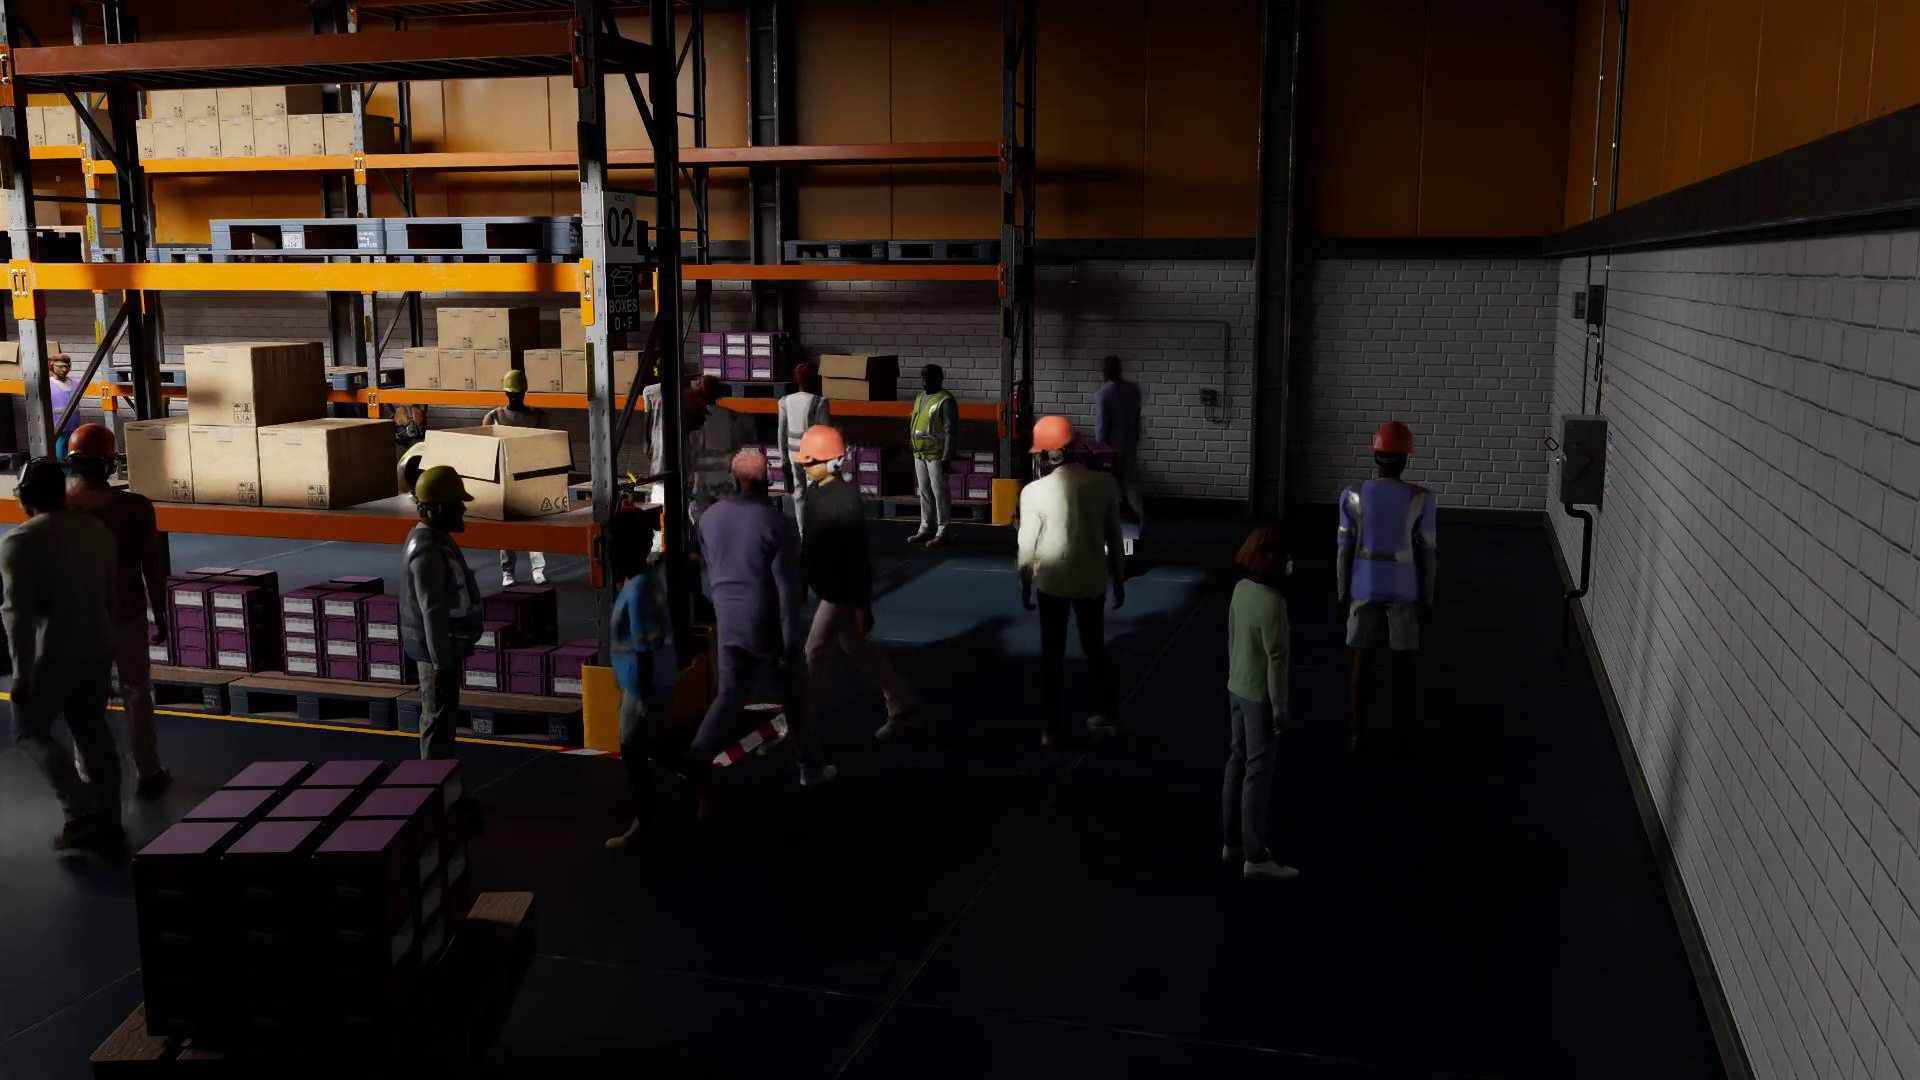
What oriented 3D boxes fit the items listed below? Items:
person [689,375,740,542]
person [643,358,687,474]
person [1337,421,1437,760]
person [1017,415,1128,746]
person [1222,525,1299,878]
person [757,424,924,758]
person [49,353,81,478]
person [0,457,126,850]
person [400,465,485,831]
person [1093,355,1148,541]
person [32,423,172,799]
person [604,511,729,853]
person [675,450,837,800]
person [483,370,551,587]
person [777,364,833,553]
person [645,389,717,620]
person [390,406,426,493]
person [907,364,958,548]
[{"bbox_3d":[-2.291,-0.573,15.073,0.592,1.839,0.920,-6,11,-32],"label":"person"},{"bbox_3d":[-3.184,-1.063,18.023,0.503,1.861,0.329,-4,10,-21],"label":"person"},{"bbox_3d":[2.439,0.287,9.541,0.551,1.934,0.373,3,10,19],"label":"person"},{"bbox_3d":[0.684,0.239,9.785,0.738,1.955,0.491,-2,10,-14],"label":"person"},{"bbox_3d":[1.392,0.738,7.717,0.286,1.632,0.500,-2,10,-12],"label":"person"},{"bbox_3d":[-0.667,0.275,9.651,1.024,1.938,0.694,-4,10,-26],"label":"person"},{"bbox_3d":[-10.213,-1.201,18.912,0.388,1.838,0.563,3,10,16],"label":"person"},{"bbox_3d":[-4.270,0.564,7.927,0.452,1.915,0.698,3,10,16],"label":"person"},{"bbox_3d":[-2.588,0.535,8.347,0.404,1.829,0.600,-3,10,-18],"label":"person"},{"bbox_3d":[1.655,-0.911,16.975,0.686,1.915,0.752,-7,12,-38],"label":"person"},{"bbox_3d":[-4.522,0.379,8.804,0.622,1.994,0.381,-3,10,-16],"label":"person"},{"bbox_3d":[-1.430,0.677,7.927,0.515,1.677,0.542,-1,9,-6],"label":"person"},{"bbox_3d":[-1.114,0.450,8.811,0.656,1.859,0.862,5,11,29],"label":"person"},{"bbox_3d":[-3.877,-0.540,14.658,0.581,1.919,0.393,-4,10,-25],"label":"person"},{"bbox_3d":[-1.477,-0.788,16.376,0.610,1.880,0.597,5,11,28],"label":"person"},{"bbox_3d":[-2.329,-0.247,13.032,0.937,1.880,0.565,-1,9,-7],"label":"person"},{"bbox_3d":[-3.863,-0.041,11.868,0.429,1.836,0.625,-3,10,-16],"label":"person"},{"bbox_3d":[-0.290,-0.853,16.772,0.429,1.846,0.633,-6,11,-35],"label":"person"}]
